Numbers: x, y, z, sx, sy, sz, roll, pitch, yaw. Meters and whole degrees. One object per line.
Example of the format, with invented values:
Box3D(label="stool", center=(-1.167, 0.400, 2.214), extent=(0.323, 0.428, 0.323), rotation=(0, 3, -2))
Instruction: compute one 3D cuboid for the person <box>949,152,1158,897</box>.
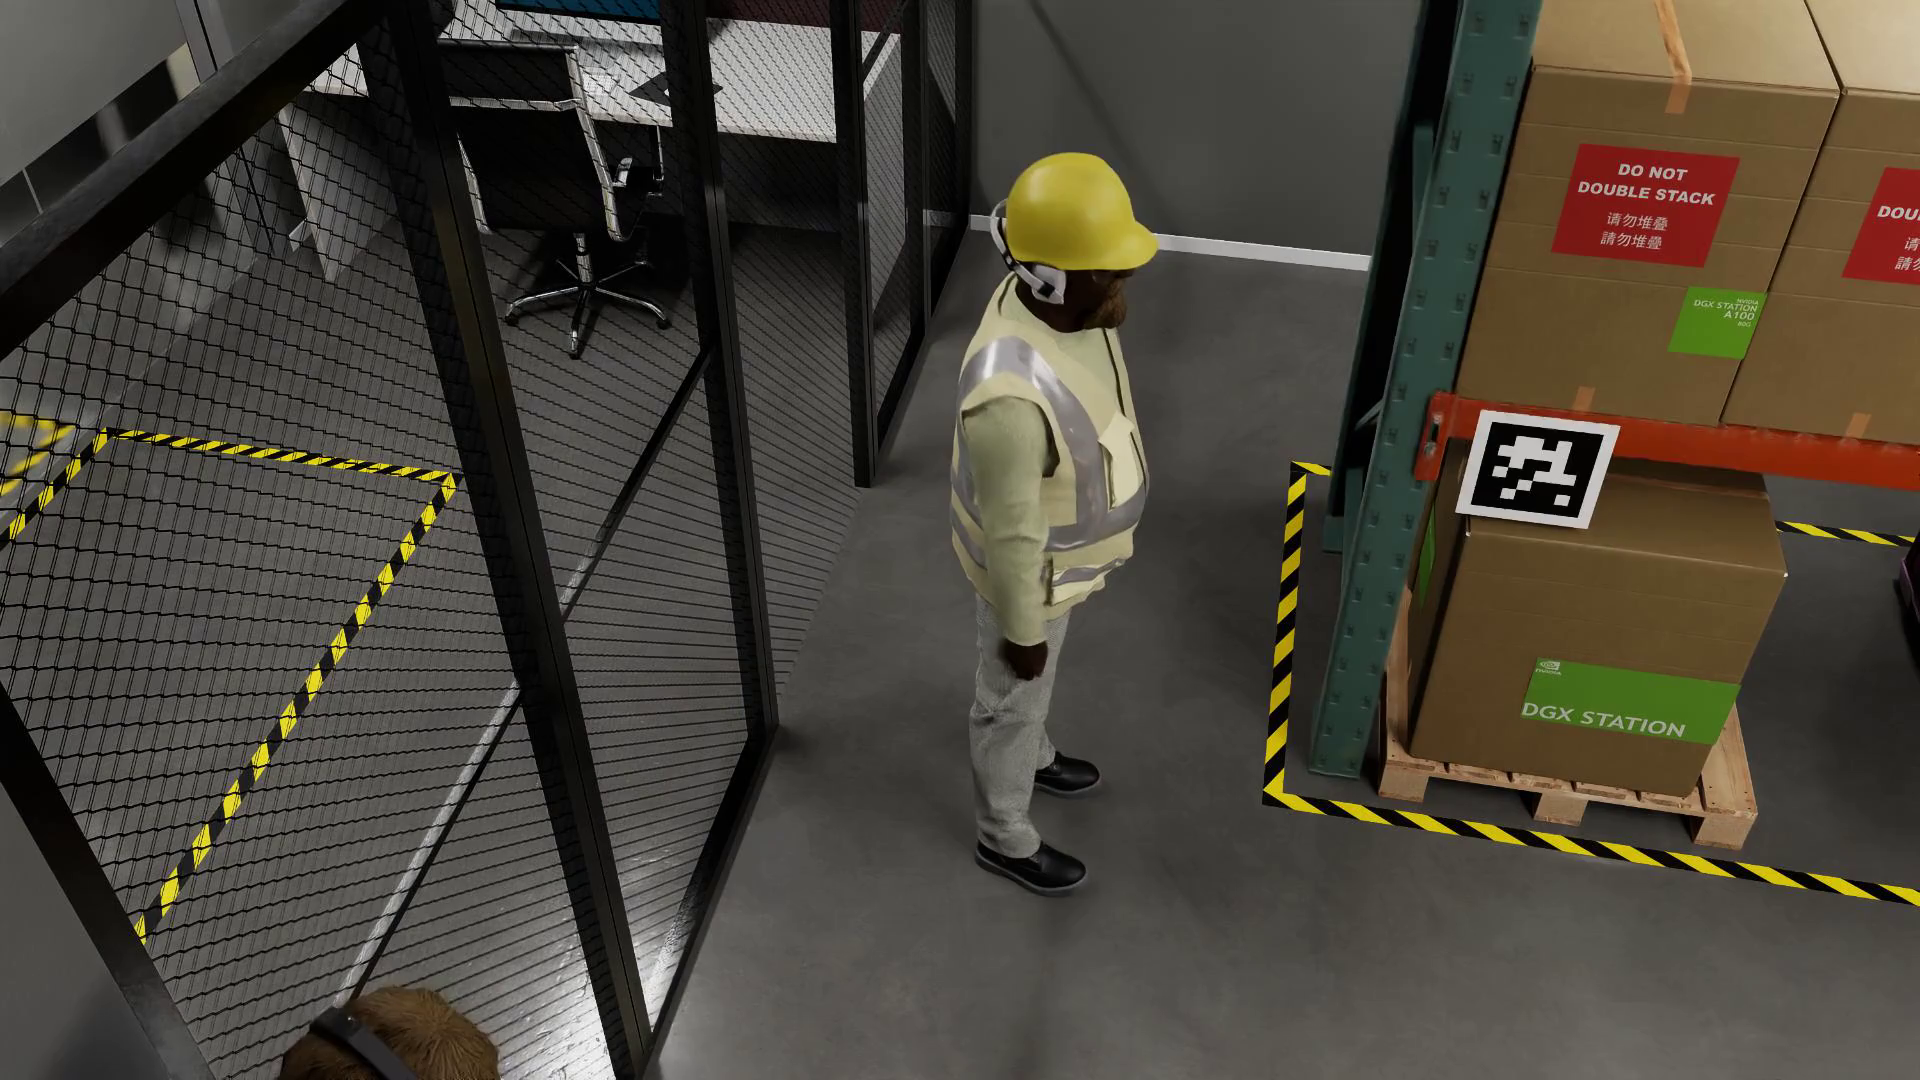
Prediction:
Box3D(label="person", center=(0.189, 0.006, 3.570), extent=(0.404, 1.834, 0.591), rotation=(9, 42, 10))

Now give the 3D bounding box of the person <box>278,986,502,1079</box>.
Box3D(label="person", center=(-0.525, 1.162, 2.160), extent=(0.633, 1.938, 0.356), rotation=(19, 44, 21))
